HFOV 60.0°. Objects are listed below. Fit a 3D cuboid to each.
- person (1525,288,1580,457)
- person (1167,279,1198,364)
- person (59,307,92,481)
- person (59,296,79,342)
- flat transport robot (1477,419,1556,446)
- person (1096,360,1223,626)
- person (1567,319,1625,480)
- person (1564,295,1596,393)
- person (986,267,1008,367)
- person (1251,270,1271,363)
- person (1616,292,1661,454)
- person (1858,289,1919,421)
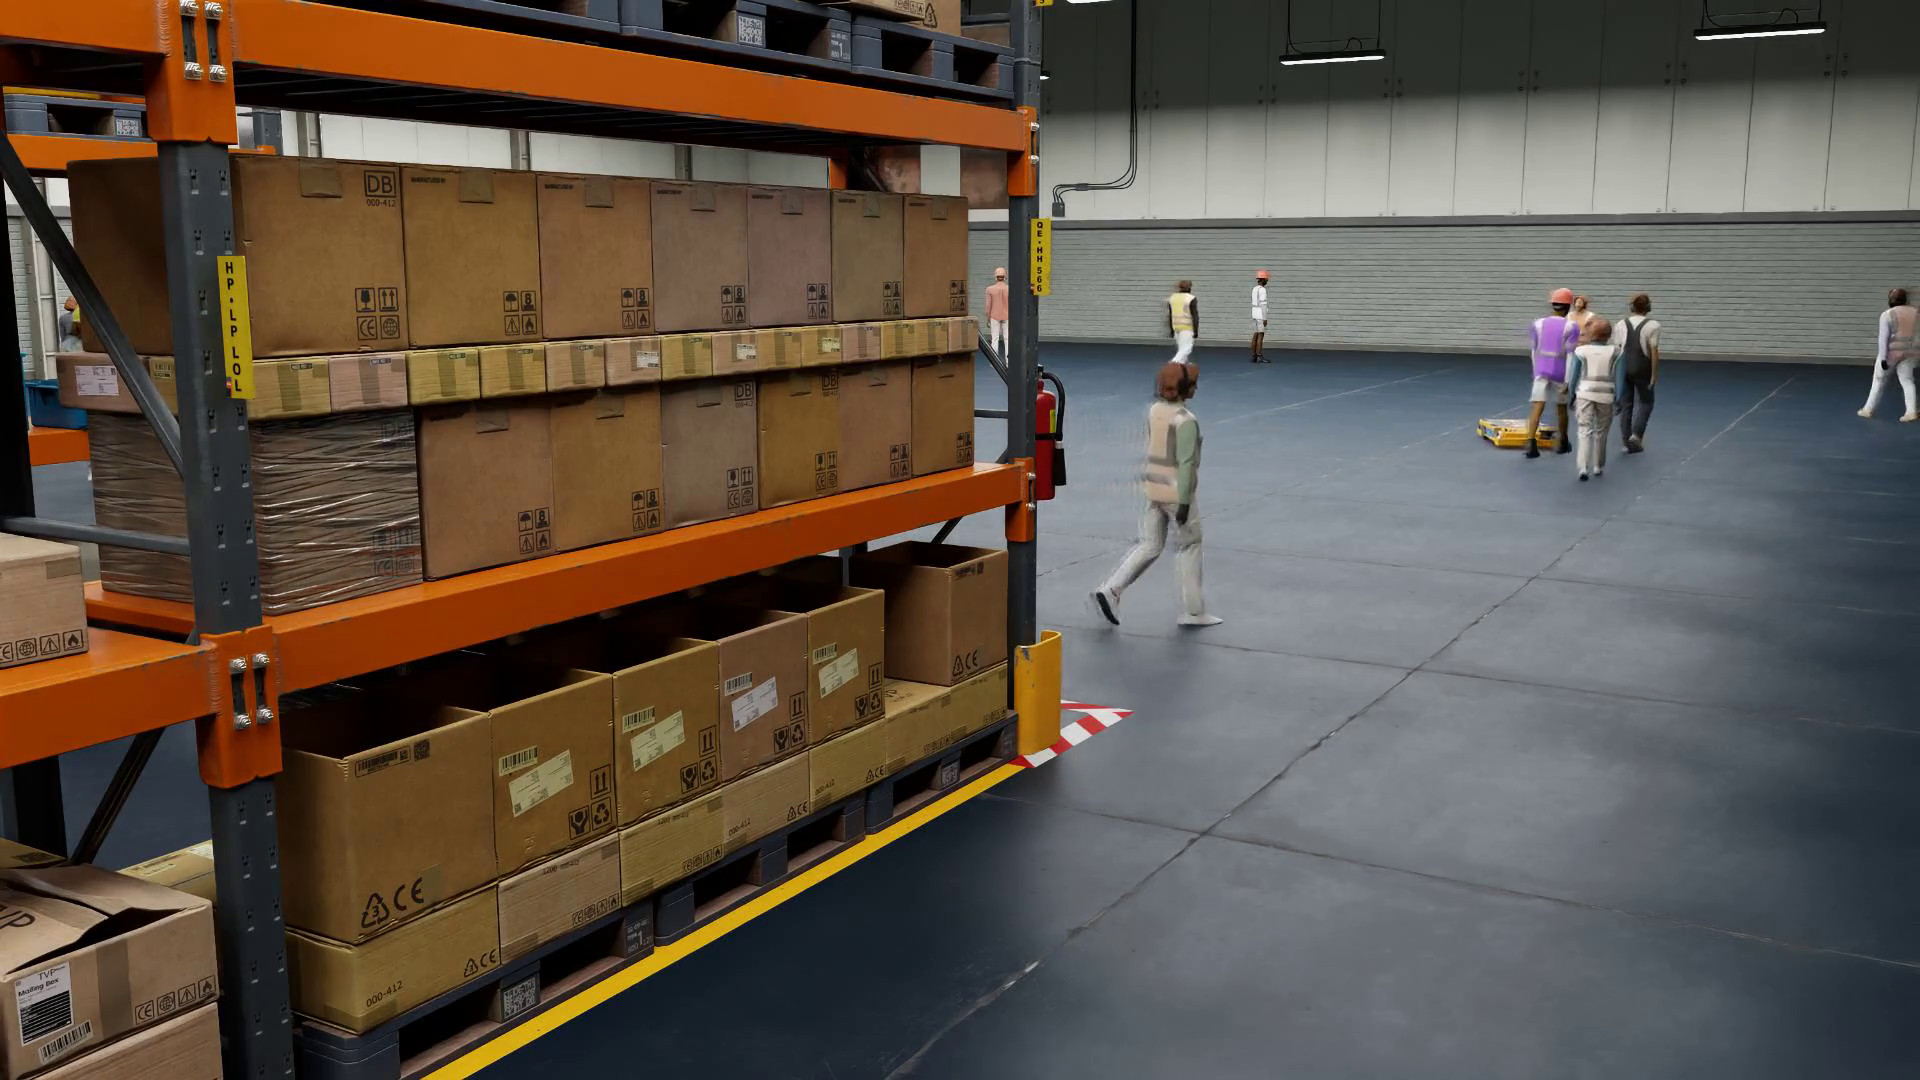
[{"bbox_3d":[6.599,-1.858,18.525,0.544,1.888,1.045,7,12,37],"label":"person"},{"bbox_3d":[4.084,-3.887,30.565,0.758,1.818,0.629,-8,13,-40],"label":"person"},{"bbox_3d":[-8.605,-1.433,16.424,0.483,1.729,0.519,-3,10,-15],"label":"person"},{"bbox_3d":[-13.339,-2.873,25.150,0.499,1.633,0.286,1,10,8],"label":"person"},{"bbox_3d":[6.650,-1.298,19.911,0.652,0.197,1.431,1,10,7],"label":"flat transport robot"},{"bbox_3d":[1.202,-0.264,9.917,0.724,1.618,0.513,-4,11,-23],"label":"person"},{"bbox_3d":[6.365,-1.409,16.680,0.528,1.599,0.844,4,11,23],"label":"person"},{"bbox_3d":[9.748,-3.037,26.140,0.519,1.630,0.477,8,12,39],"label":"person"},{"bbox_3d":[0.820,-4.465,33.409,0.612,1.997,0.375,-1,10,-5],"label":"person"},{"bbox_3d":[6.283,-4.662,34.722,0.349,1.942,0.545,-2,10,-13],"label":"person"},{"bbox_3d":[7.621,-1.875,18.739,0.515,1.827,0.392,8,13,40],"label":"person"},{"bbox_3d":[12.709,-2.511,22.598,0.616,1.796,0.983,-1,10,-7],"label":"person"}]
